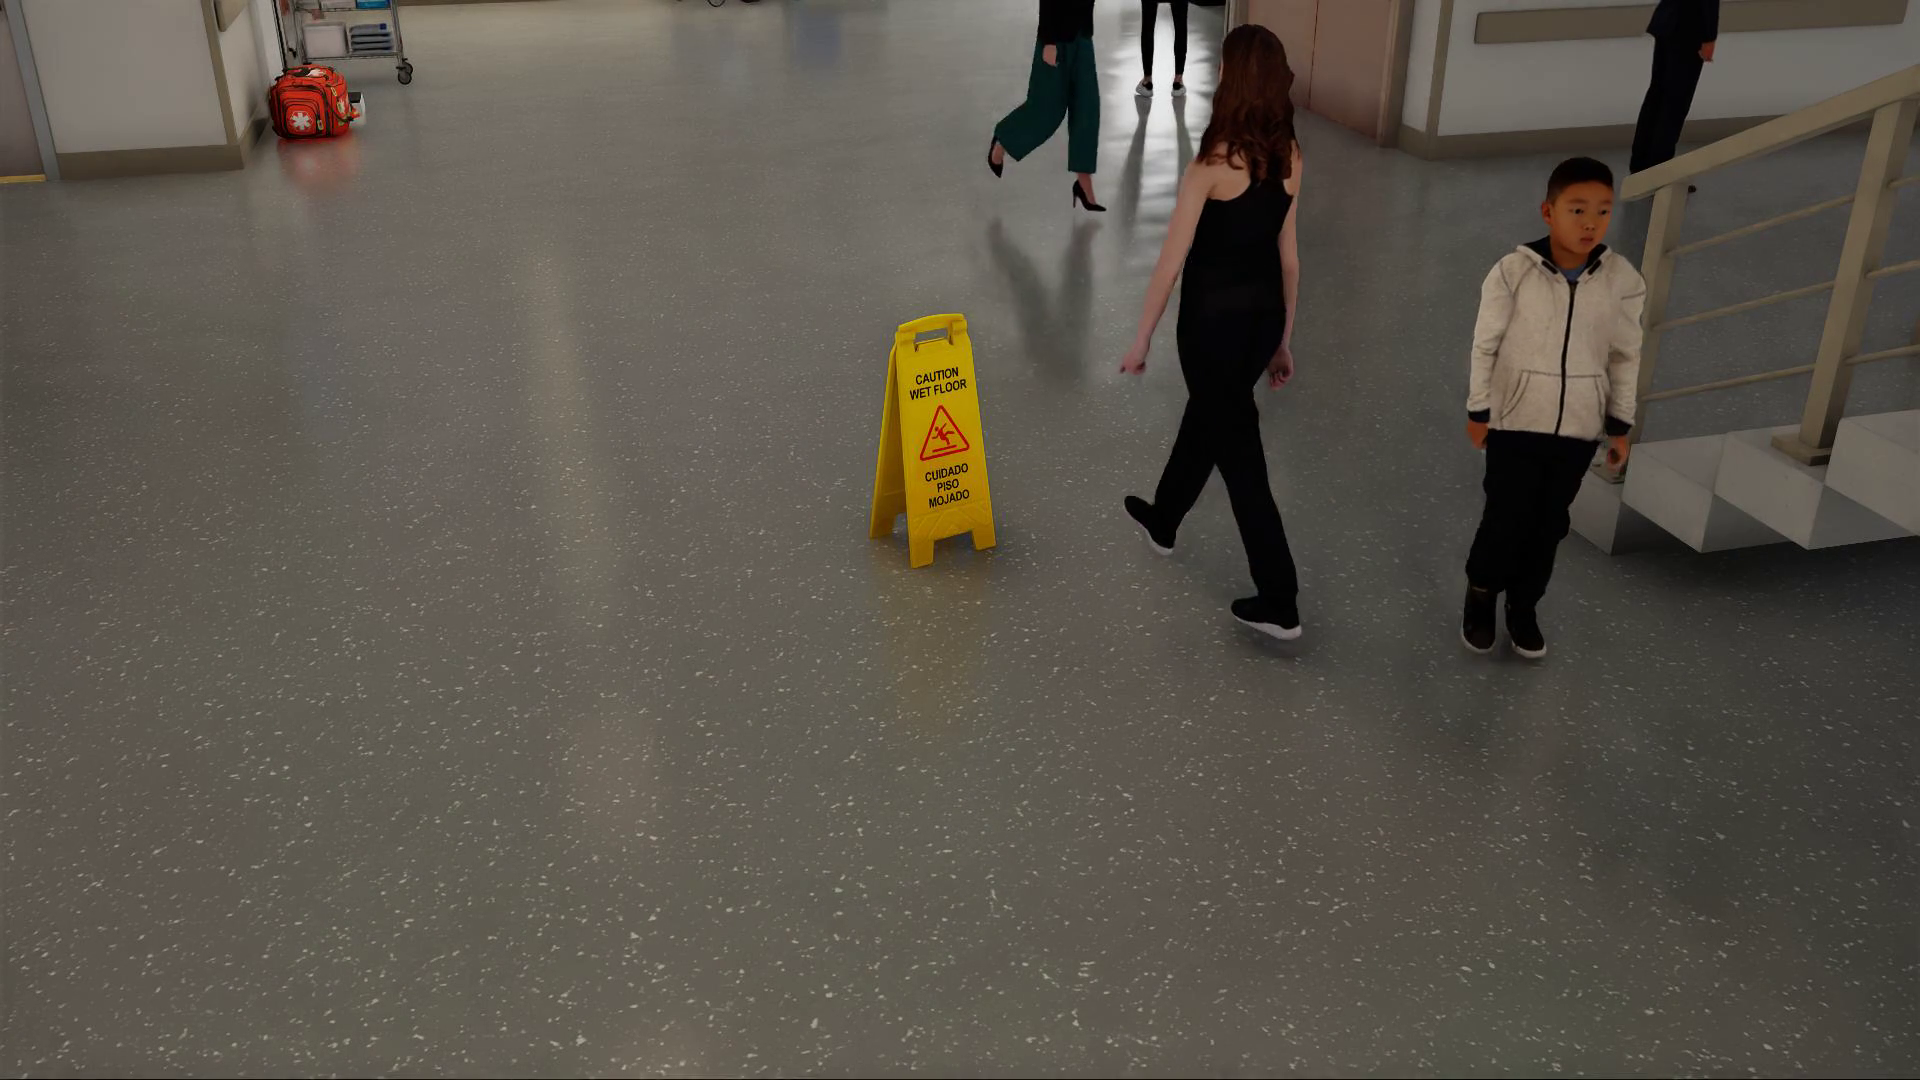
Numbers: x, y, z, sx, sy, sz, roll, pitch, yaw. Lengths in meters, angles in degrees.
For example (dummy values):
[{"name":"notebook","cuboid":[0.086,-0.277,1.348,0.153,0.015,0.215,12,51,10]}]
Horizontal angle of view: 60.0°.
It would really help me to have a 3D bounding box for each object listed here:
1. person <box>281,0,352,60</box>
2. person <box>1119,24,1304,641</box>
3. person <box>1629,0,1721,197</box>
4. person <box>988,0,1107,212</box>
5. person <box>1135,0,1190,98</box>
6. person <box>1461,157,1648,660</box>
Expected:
[{"name":"person","cuboid":[-5.552,-4.657,13.490,0.739,1.526,0.848,0,26,-1]},{"name":"person","cuboid":[0.820,-0.523,4.722,0.828,1.694,1.199,-15,29,-28]},{"name":"person","cuboid":[4.148,-2.937,9.529,0.734,1.867,0.582,-2,26,-4]},{"name":"person","cuboid":[0.501,-2.679,9.170,0.906,1.715,1.134,-22,34,-38]},{"name":"person","cuboid":[1.503,-4.174,12.171,0.655,1.801,0.596,0,26,1]},{"name":"person","cuboid":[1.626,-0.367,4.687,0.633,1.444,0.582,-1,26,-1]}]
